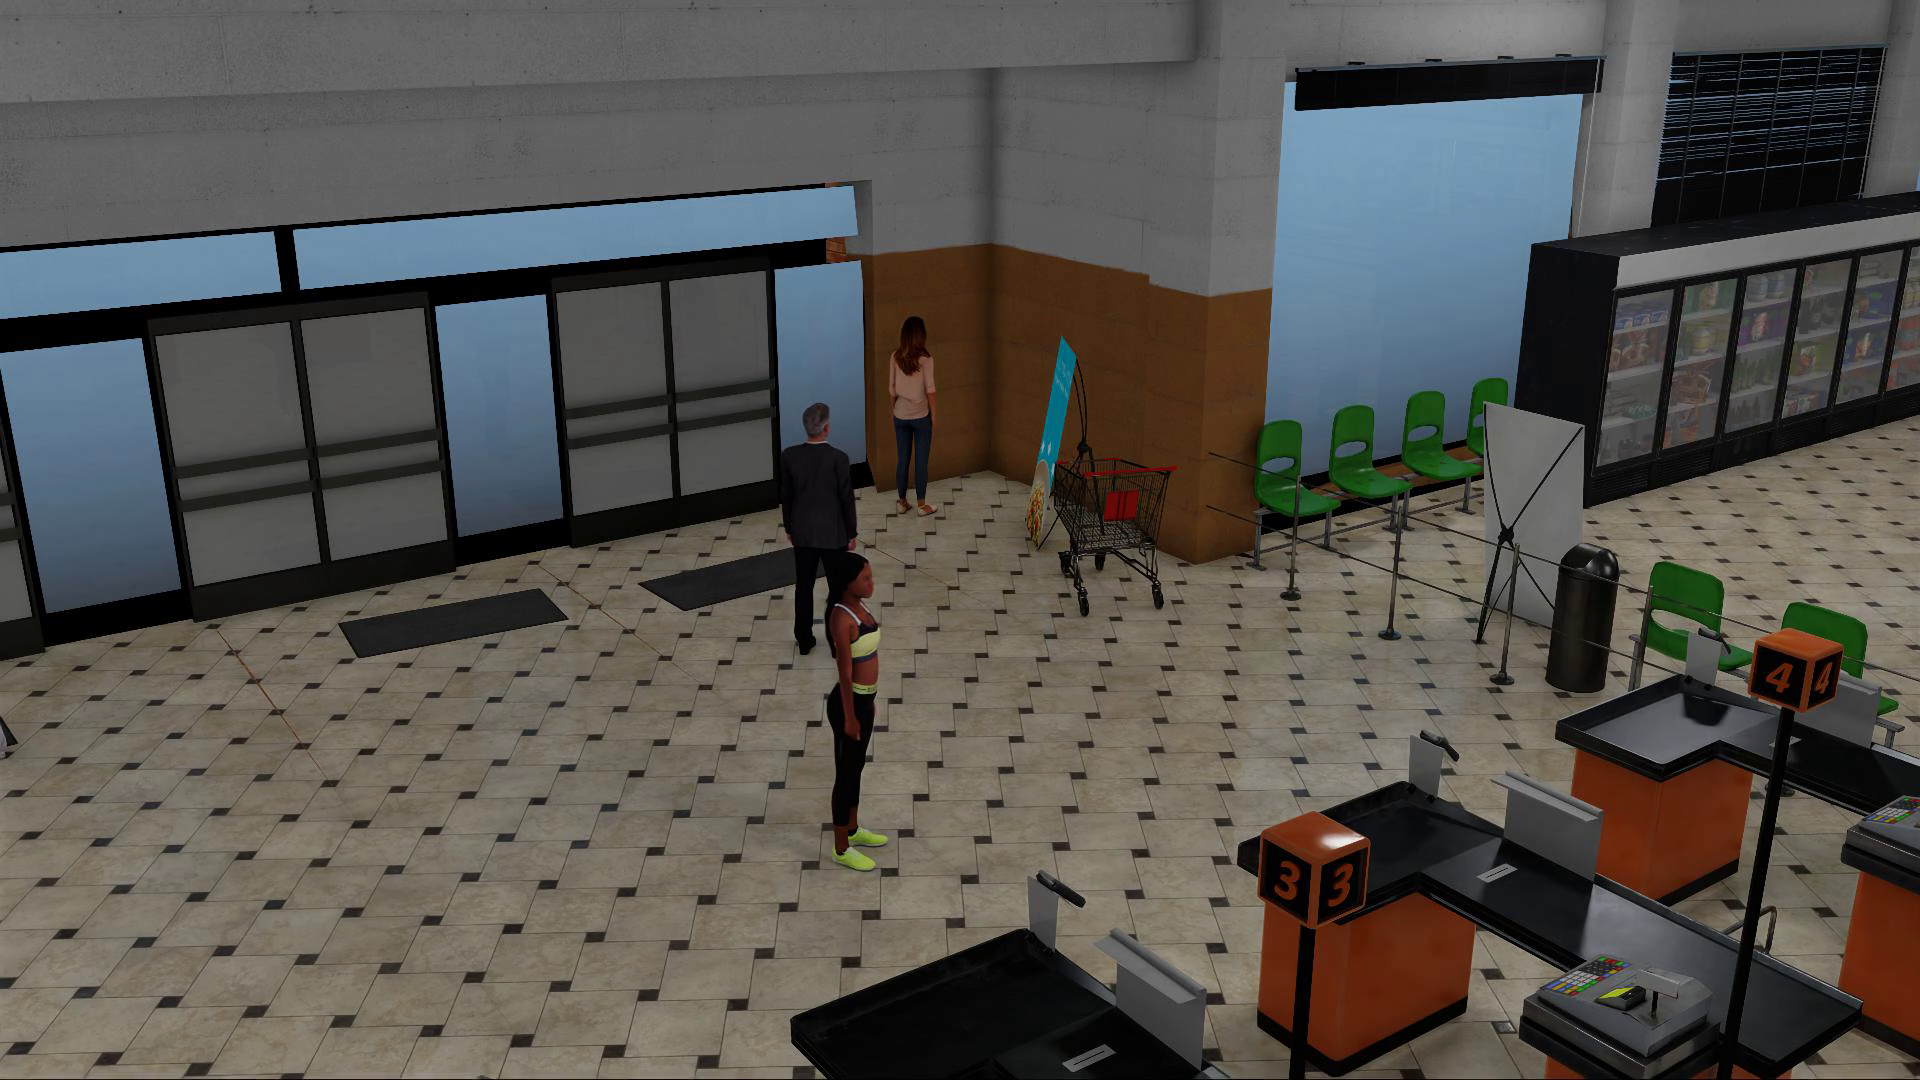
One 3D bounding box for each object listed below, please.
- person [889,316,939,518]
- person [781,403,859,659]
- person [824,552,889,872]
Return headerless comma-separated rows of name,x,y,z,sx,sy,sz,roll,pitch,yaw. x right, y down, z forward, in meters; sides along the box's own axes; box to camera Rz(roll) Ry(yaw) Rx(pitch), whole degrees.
person,-0.425,-1.103,14.811,0.620,1.790,0.734,9,20,24
person,-0.978,-0.071,11.670,0.775,1.842,0.863,5,19,15
person,-0.587,0.899,8.929,0.695,1.755,0.639,4,19,11
